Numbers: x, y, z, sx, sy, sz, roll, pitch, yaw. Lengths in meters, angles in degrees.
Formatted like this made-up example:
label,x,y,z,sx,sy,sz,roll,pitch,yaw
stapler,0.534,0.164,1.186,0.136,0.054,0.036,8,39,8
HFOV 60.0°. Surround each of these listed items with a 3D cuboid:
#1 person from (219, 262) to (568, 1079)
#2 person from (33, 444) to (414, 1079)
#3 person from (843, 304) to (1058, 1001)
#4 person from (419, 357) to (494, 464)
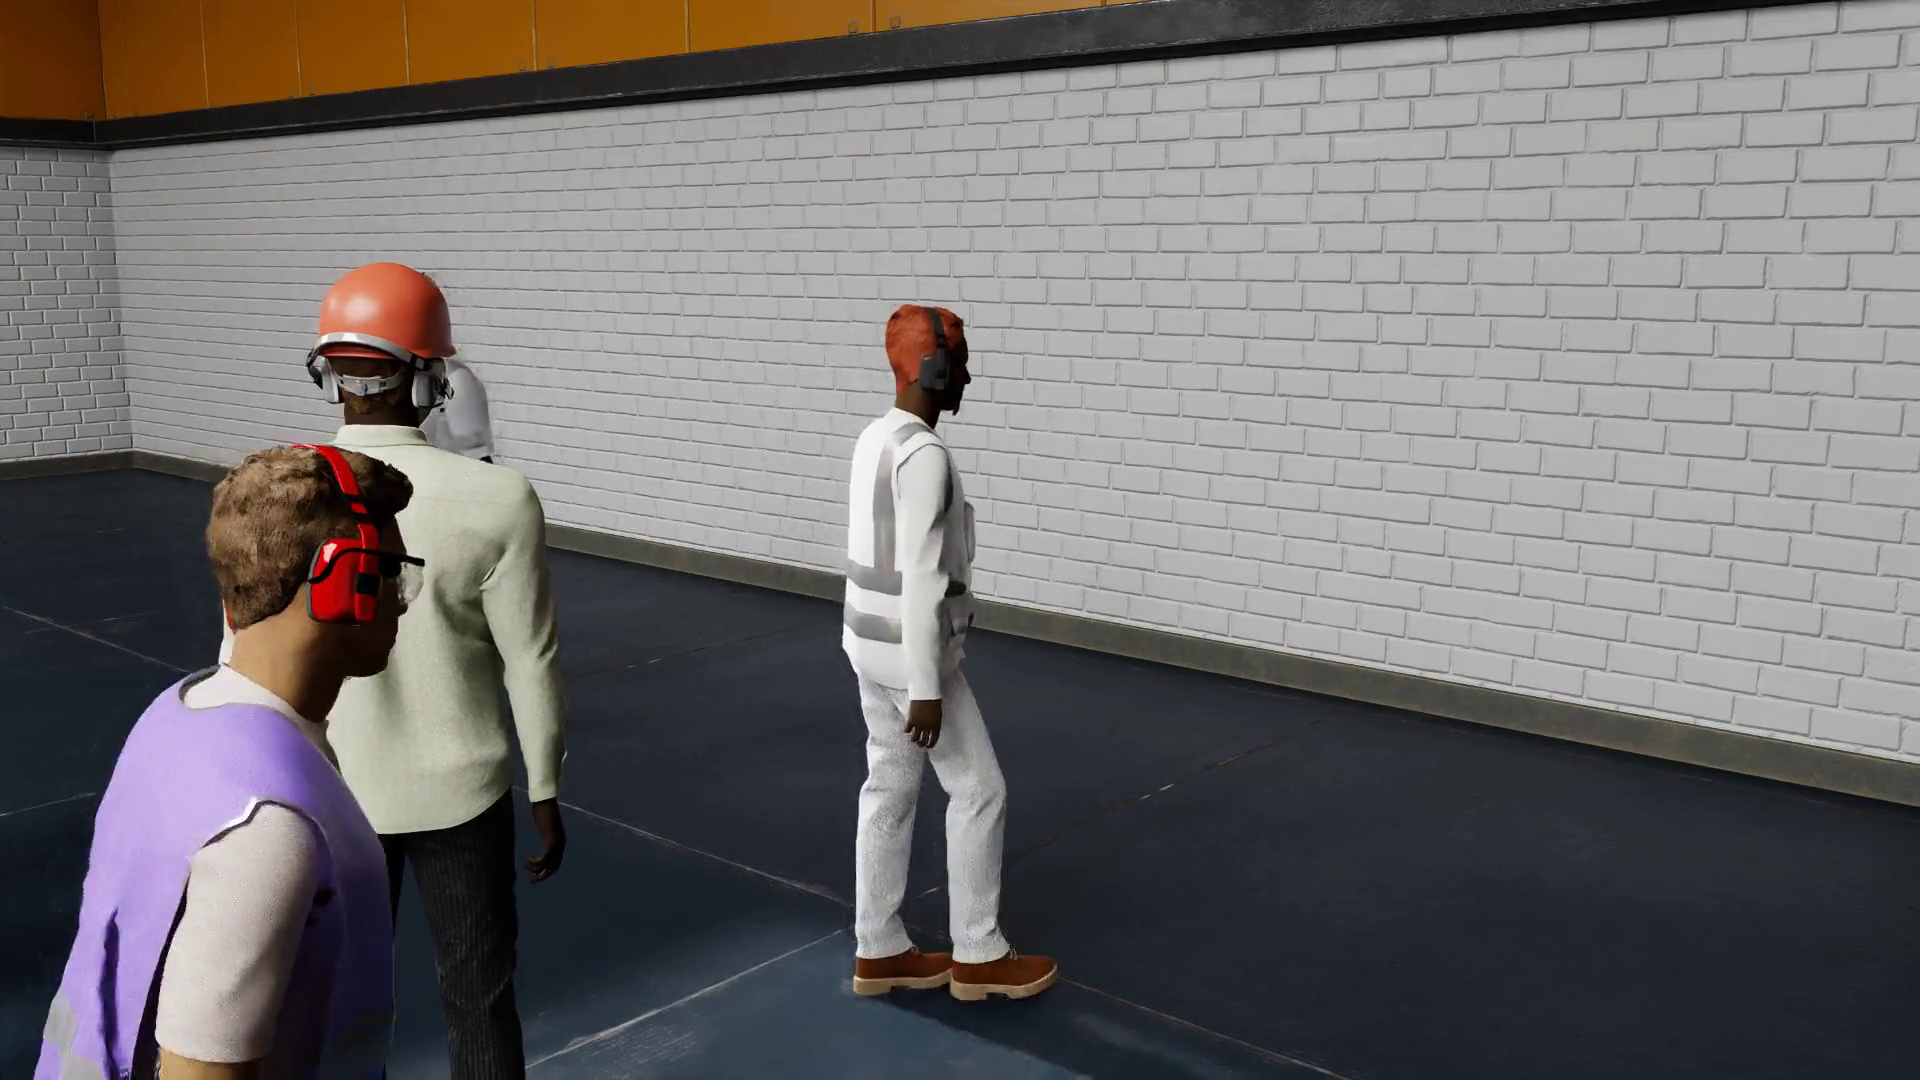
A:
label,x,y,z,sx,sy,sz,roll,pitch,yaw
person,-1.066,0.475,3.207,0.626,1.992,0.387,-1,10,-5
person,-0.800,0.798,1.921,0.814,1.797,0.584,-6,12,-32
person,-0.009,0.311,4.473,0.649,1.871,0.613,-3,10,-18
person,-2.079,-0.082,6.567,0.612,1.932,0.507,9,14,43
